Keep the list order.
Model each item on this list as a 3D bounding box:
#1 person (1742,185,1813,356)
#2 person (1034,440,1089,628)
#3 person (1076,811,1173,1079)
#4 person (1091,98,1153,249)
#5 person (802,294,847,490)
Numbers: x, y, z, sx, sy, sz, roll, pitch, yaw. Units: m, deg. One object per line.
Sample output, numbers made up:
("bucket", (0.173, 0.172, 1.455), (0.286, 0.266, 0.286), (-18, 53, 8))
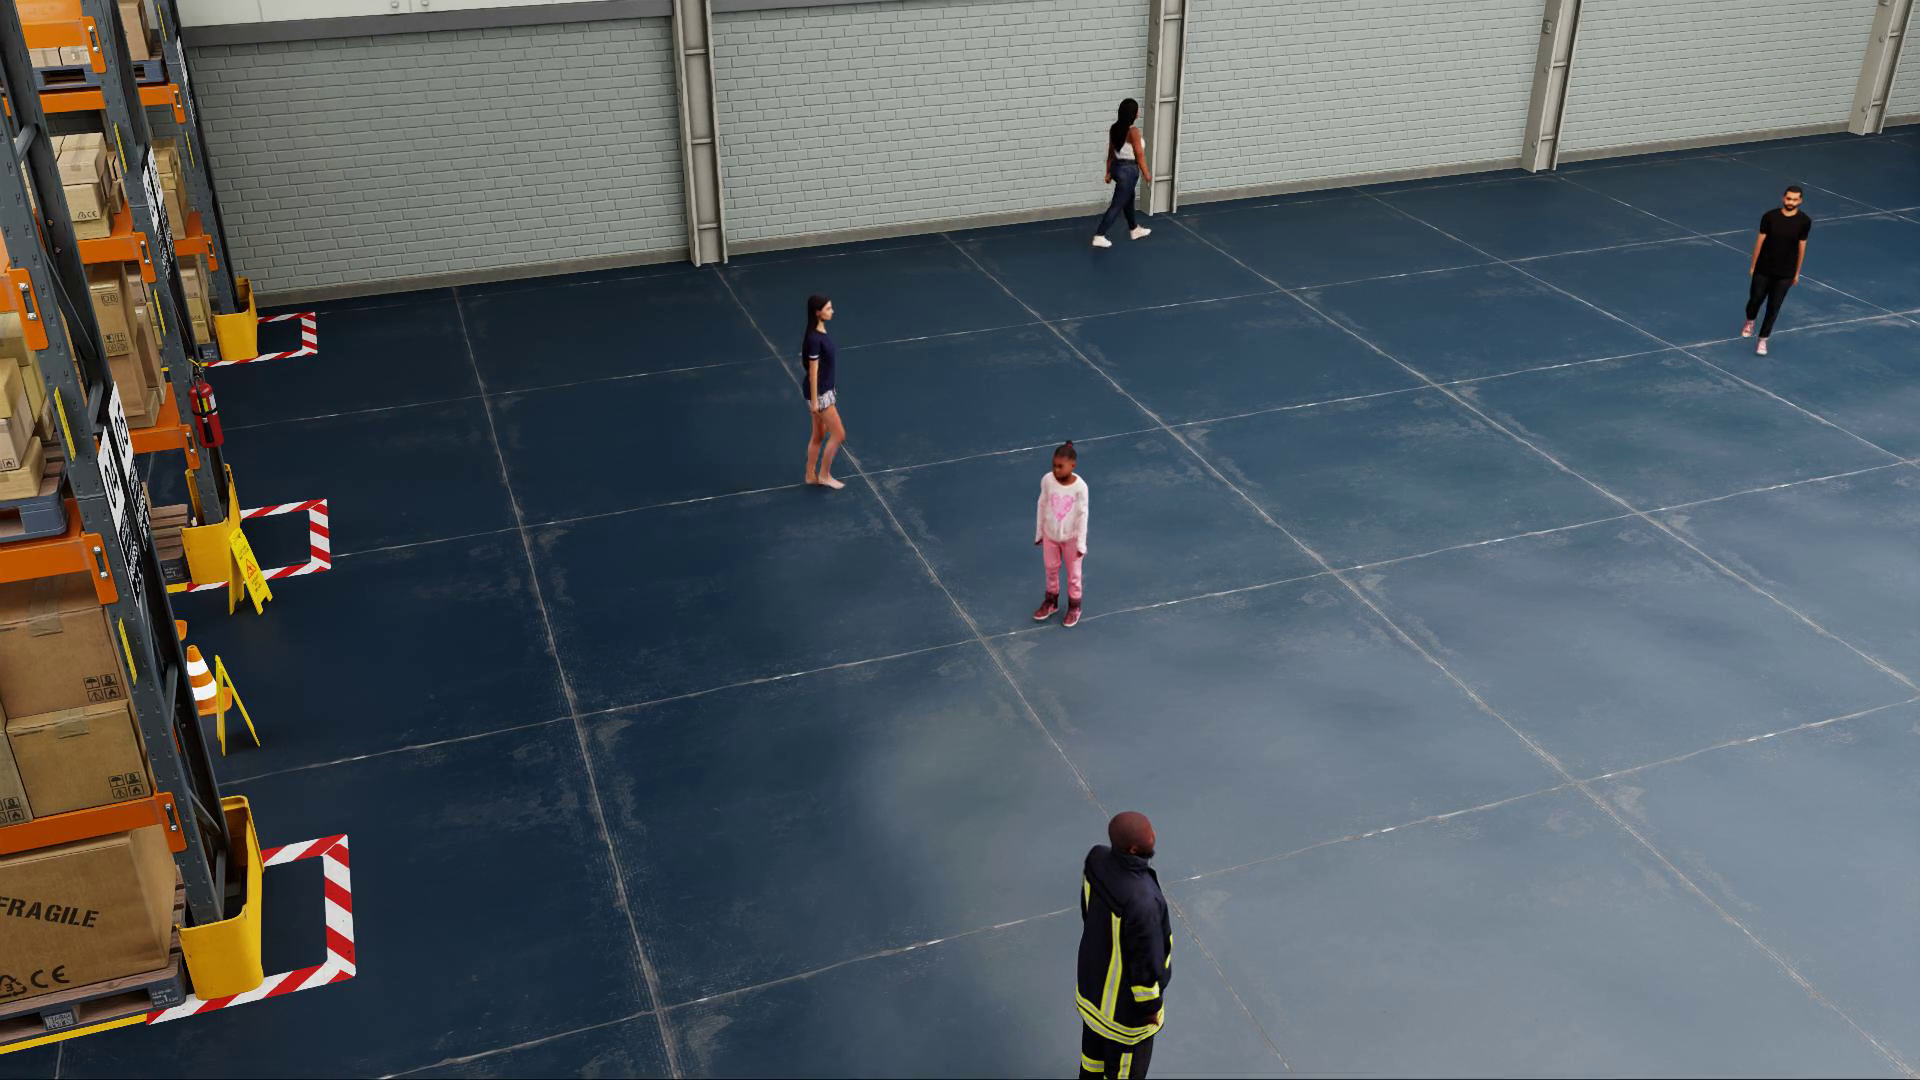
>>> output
("person", (8.434, -2.819, 17.195), (0.875, 1.747, 0.928), (11, 30, 19))
("person", (0.770, -0.064, 12.341), (0.633, 1.446, 0.687), (14, 31, 24))
("person", (0.778, 2.050, 7.972), (0.654, 1.822, 0.743), (-11, 30, -19))
("person", (1.910, -4.392, 20.126), (1.190, 1.768, 0.728), (-14, 31, -24))
("person", (-1.292, -1.250, 14.244), (0.730, 1.752, 0.704), (1, 28, 2))
